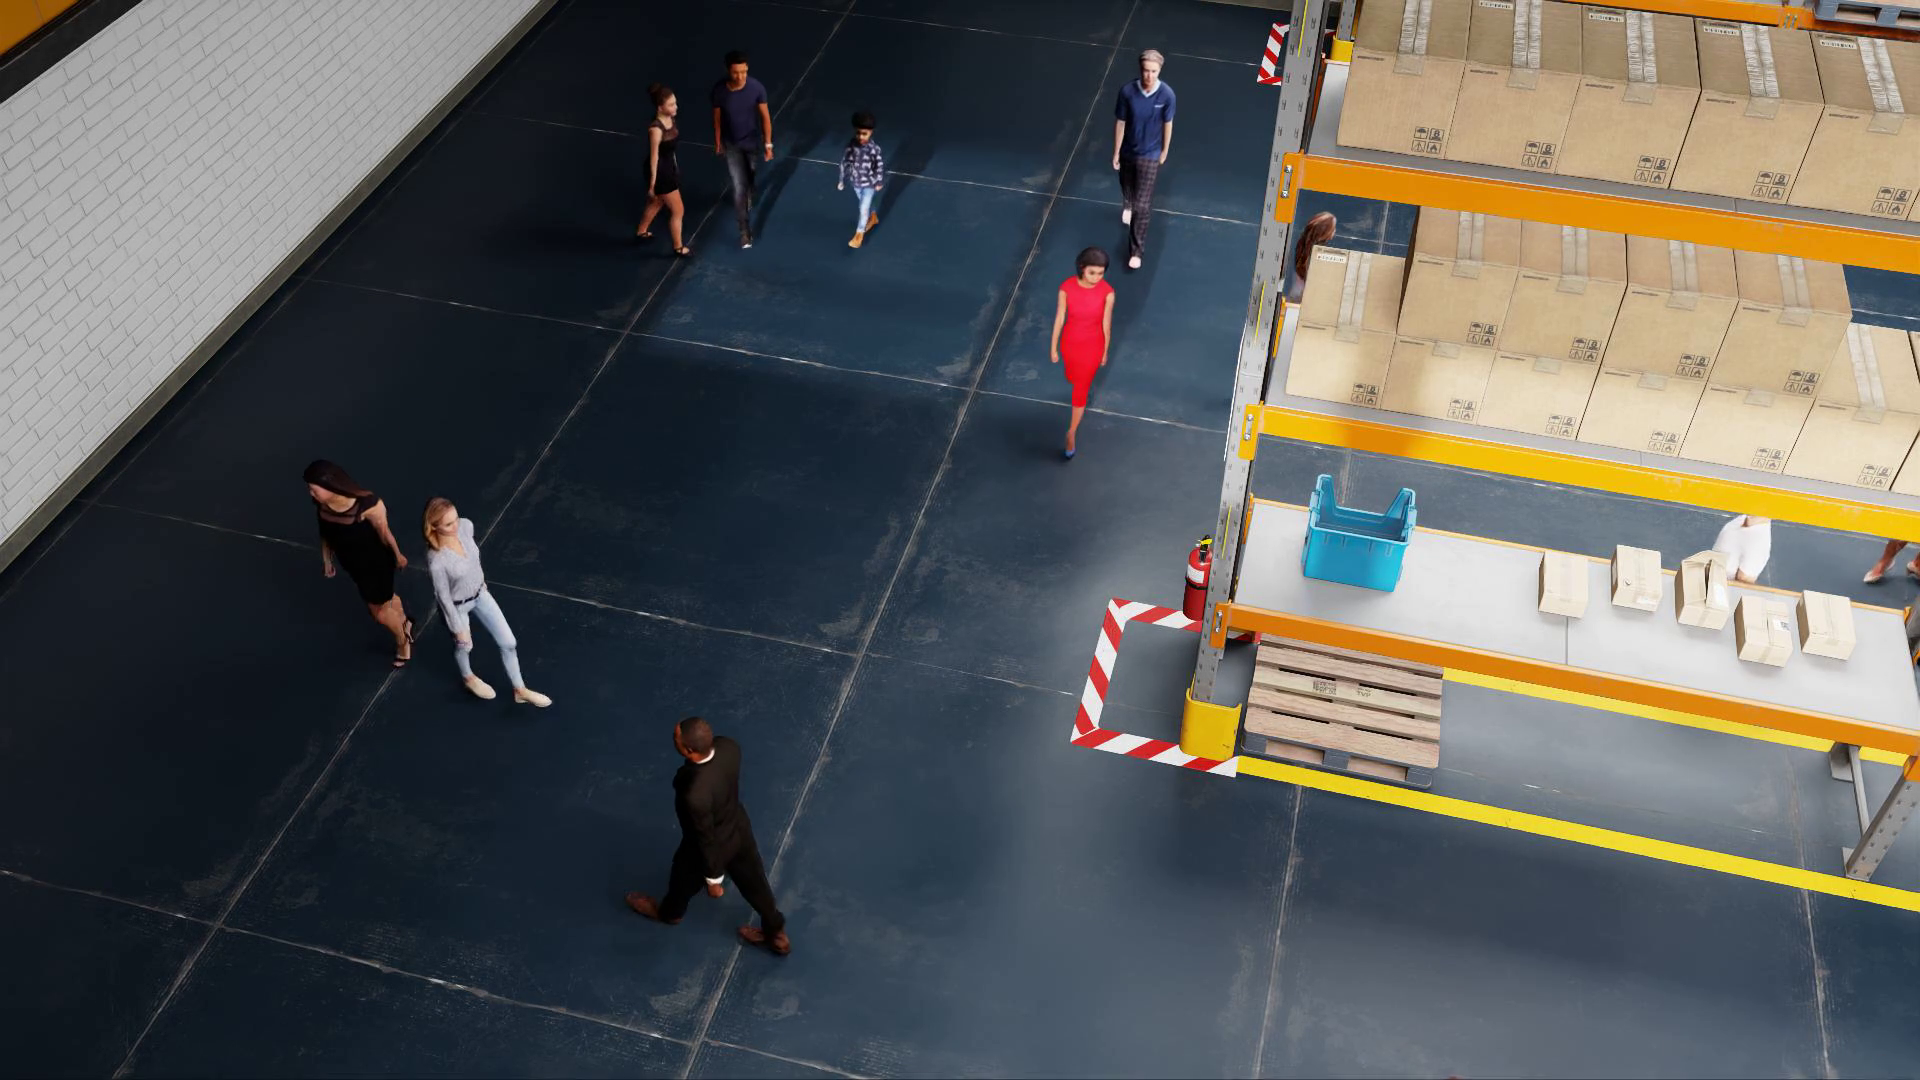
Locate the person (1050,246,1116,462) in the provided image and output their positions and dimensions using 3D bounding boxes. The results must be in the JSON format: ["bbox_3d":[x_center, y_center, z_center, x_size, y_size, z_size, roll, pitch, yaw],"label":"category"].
[{"bbox_3d":[0.922,-1.476,12.404,1.009,1.707,0.656,10,45,11],"label":"person"}]

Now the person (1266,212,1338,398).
[{"bbox_3d":[2.538,-1.726,12.683,1.161,1.684,0.971,-10,45,-11],"label":"person"}]

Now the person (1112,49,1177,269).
[{"bbox_3d":[1.535,-3.364,14.296,1.100,1.831,0.716,10,44,10],"label":"person"}]

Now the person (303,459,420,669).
[{"bbox_3d":[-3.793,0.080,10.777,0.608,1.698,0.750,11,45,11],"label":"person"}]

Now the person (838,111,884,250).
[{"bbox_3d":[-0.820,-3.199,14.570,0.821,1.213,0.663,19,47,19],"label":"person"}]

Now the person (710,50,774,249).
[{"bbox_3d":[-1.892,-3.517,14.520,1.194,1.744,1.023,-4,44,-4],"label":"person"}]

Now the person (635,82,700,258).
[{"bbox_3d":[-2.604,-3.150,14.212,0.855,1.637,0.629,5,44,5],"label":"person"}]

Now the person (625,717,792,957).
[{"bbox_3d":[-1.229,1.658,9.005,1.246,1.857,0.820,15,46,15],"label":"person"}]

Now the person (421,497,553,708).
[{"bbox_3d":[-3.166,0.381,10.407,0.952,1.773,0.731,18,47,18],"label":"person"}]
